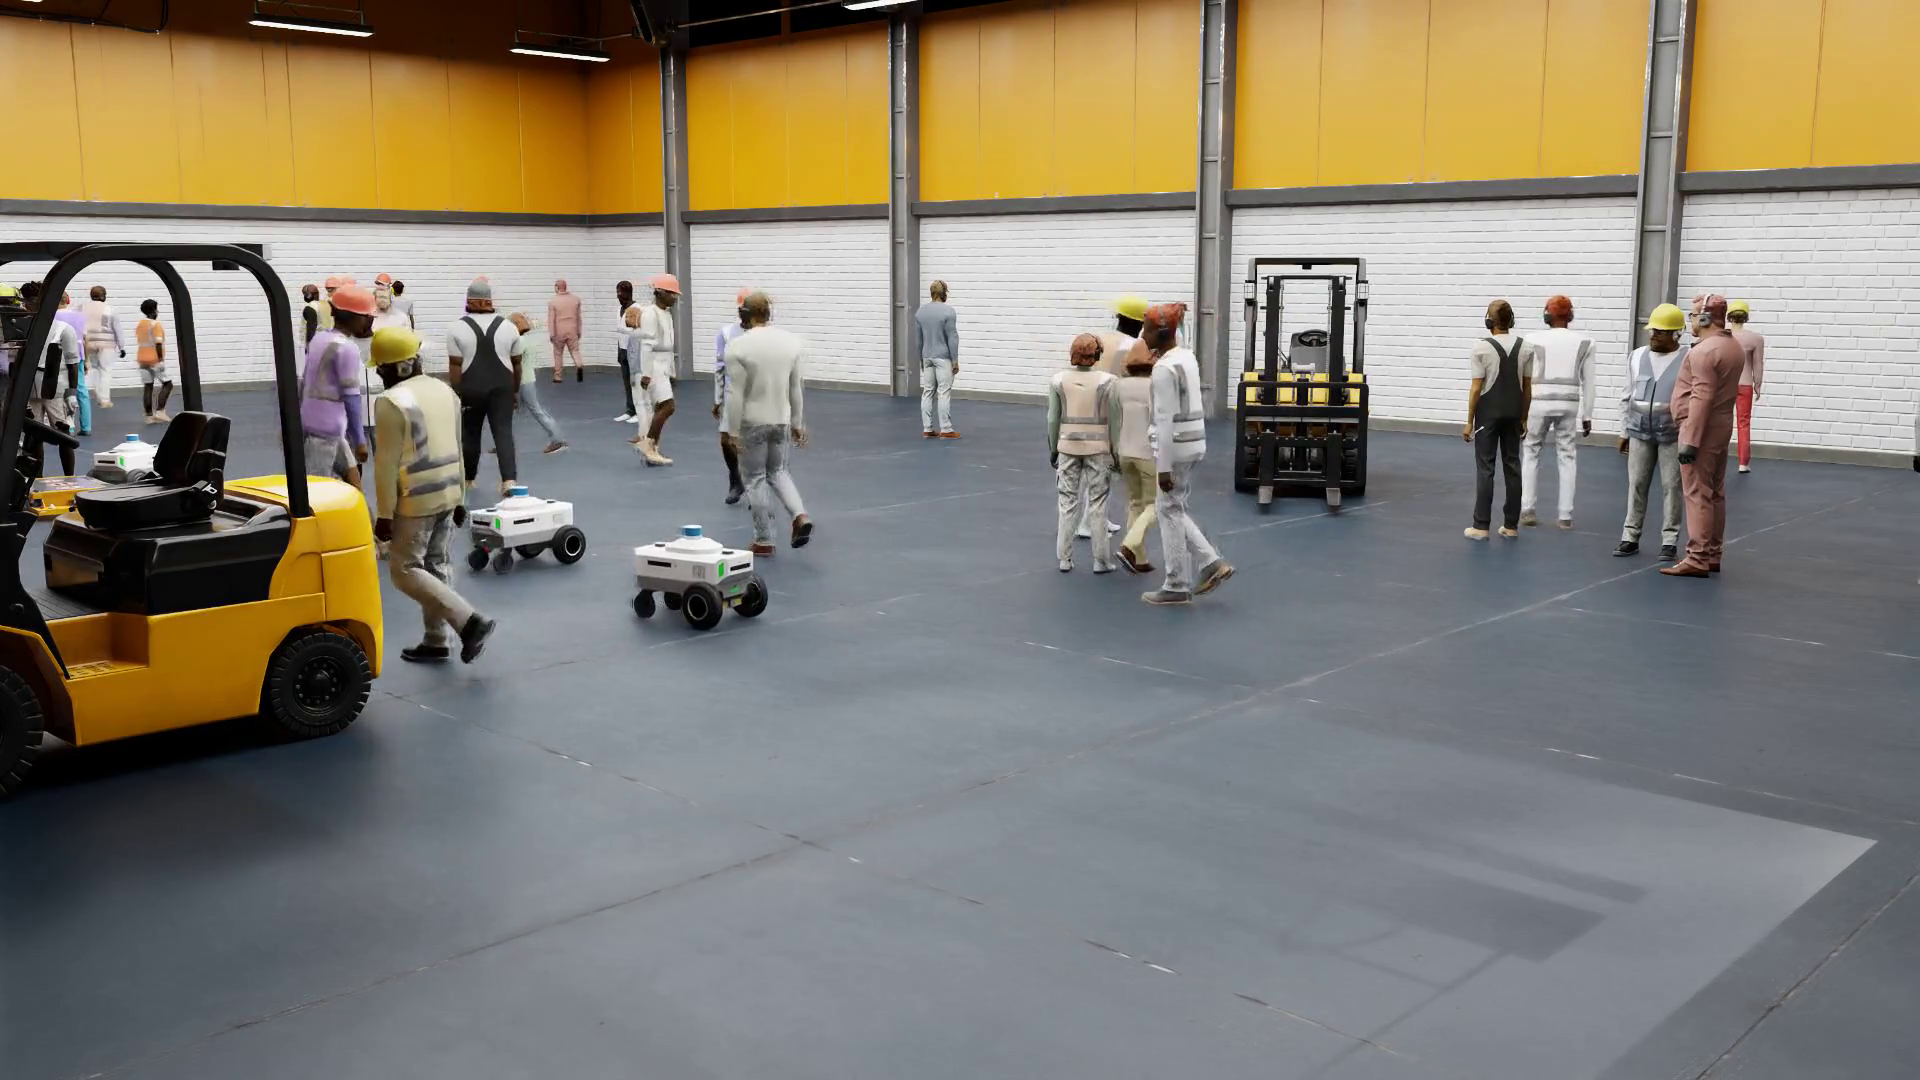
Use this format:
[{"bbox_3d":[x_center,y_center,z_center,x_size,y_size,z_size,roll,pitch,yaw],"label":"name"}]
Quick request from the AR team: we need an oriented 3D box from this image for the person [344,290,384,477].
[{"bbox_3d":[-4.358,-0.882,12.239,0.547,1.938,0.359,-4,10,-24],"label":"person"}]

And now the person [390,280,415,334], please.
[{"bbox_3d":[-9.826,-3.608,29.170,0.537,1.864,0.314,-7,12,-38],"label":"person"}]

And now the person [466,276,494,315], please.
[{"bbox_3d":[-8.300,-3.610,28.958,0.543,1.939,0.360,3,10,19],"label":"person"}]

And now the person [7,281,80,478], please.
[{"bbox_3d":[-8.160,-1.317,14.811,0.606,1.967,0.367,-1,9,-6],"label":"person"}]

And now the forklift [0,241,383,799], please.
[{"bbox_3d":[-3.706,-0.171,7.093,1.214,2.155,2.313,9,13,43],"label":"forklift"}]

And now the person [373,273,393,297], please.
[{"bbox_3d":[-10.099,-3.681,29.228,0.623,1.990,0.398,5,11,30],"label":"person"}]

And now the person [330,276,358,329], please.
[{"bbox_3d":[-8.857,-2.860,24.247,0.631,1.973,0.571,0,9,0],"label":"person"}]

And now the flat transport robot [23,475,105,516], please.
[{"bbox_3d":[-7.771,-0.395,14.346,0.652,0.197,1.431,-8,12,-40],"label":"flat transport robot"}]

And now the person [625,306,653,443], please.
[{"bbox_3d":[-3.845,-1.971,19.876,0.280,1.629,0.504,1,9,6],"label":"person"}]

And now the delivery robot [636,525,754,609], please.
[{"bbox_3d":[-1.570,0.156,9.813,0.707,0.478,0.477,6,11,31],"label":"delivery robot"}]

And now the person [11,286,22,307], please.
[{"bbox_3d":[-12.831,-2.494,22.446,0.510,1.842,0.860,3,10,19],"label":"person"}]

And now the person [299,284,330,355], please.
[{"bbox_3d":[-9.887,-2.992,25.486,0.429,1.838,0.621,0,9,0],"label":"person"}]

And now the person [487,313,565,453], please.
[{"bbox_3d":[-4.868,-1.742,18.632,0.876,1.592,0.509,-1,9,-8],"label":"person"}]

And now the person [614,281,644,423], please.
[{"bbox_3d":[-4.443,-2.541,22.484,0.375,1.911,0.596,-8,12,-39],"label":"person"}]

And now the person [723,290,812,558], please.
[{"bbox_3d":[-1.365,-0.802,11.800,0.641,1.919,0.535,-8,12,-42],"label":"person"}]

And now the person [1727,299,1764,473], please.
[{"bbox_3d":[7.875,-1.562,16.934,0.533,1.765,0.330,3,10,20],"label":"person"}]

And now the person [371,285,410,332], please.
[{"bbox_3d":[-6.960,-2.139,20.099,0.652,1.886,0.667,-3,10,-17],"label":"person"}]

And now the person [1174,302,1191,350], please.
[{"bbox_3d":[2.847,-2.311,21.905,0.515,1.641,0.314,-8,12,-39],"label":"person"}]

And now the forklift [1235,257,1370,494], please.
[{"bbox_3d":[3.309,-1.629,16.029,1.214,2.155,2.313,2,9,11],"label":"forklift"}]

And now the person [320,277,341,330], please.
[{"bbox_3d":[-10.215,-3.318,27.180,0.552,1.933,0.364,1,9,4],"label":"person"}]

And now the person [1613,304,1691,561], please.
[{"bbox_3d":[4.983,-0.763,11.848,0.588,1.827,0.404,8,12,40],"label":"person"}]

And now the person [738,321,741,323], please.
[{"bbox_3d":[-2.636,-2.229,21.125,0.491,1.729,0.403,-7,11,-36],"label":"person"}]

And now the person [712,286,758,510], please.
[{"bbox_3d":[-1.842,-1.223,14.346,0.607,1.924,0.439,0,9,3],"label":"person"}]

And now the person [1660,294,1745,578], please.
[{"bbox_3d":[5.001,-0.701,11.227,0.407,1.905,0.655,8,12,41],"label":"person"}]

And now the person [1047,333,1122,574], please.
[{"bbox_3d":[0.849,-0.583,11.317,0.522,1.638,0.310,3,10,20],"label":"person"}]

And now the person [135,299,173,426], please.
[{"bbox_3d":[-10.724,-2.353,22.062,0.539,1.667,0.404,5,10,26],"label":"person"}]

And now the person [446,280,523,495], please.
[{"bbox_3d":[-4.385,-1.444,15.366,0.684,2.000,1.057,-4,10,-24],"label":"person"}]

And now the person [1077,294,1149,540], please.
[{"bbox_3d":[1.155,-0.936,12.728,0.619,1.878,0.601,-5,11,-28],"label":"person"}]

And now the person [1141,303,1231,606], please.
[{"bbox_3d":[1.333,-0.505,10.154,0.483,1.865,0.600,4,10,25],"label":"person"}]

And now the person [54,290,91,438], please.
[{"bbox_3d":[-10.946,-2.165,20.408,0.388,1.838,0.563,5,10,26],"label":"person"}]

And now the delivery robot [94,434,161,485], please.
[{"bbox_3d":[-7.543,-0.722,15.194,0.477,0.478,0.707,2,9,13],"label":"delivery robot"}]

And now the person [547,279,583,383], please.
[{"bbox_3d":[-7.155,-3.782,30.158,0.677,1.894,0.685,-6,11,-33],"label":"person"}]

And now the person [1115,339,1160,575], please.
[{"bbox_3d":[1.195,-0.541,11.153,0.504,1.619,0.479,9,13,42],"label":"person"}]

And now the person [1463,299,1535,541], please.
[{"bbox_3d":[4.101,-0.909,12.700,0.504,1.840,0.345,-1,9,-8],"label":"person"}]

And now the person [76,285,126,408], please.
[{"bbox_3d":[-12.811,-2.890,24.889,0.661,1.823,0.618,0,9,-1],"label":"person"}]

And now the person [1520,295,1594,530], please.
[{"bbox_3d":[4.750,-1.014,13.313,0.596,1.866,0.495,1,9,6],"label":"person"}]

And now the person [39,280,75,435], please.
[{"bbox_3d":[-11.250,-2.243,20.584,0.631,1.939,0.372,0,9,2],"label":"person"}]

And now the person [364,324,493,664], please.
[{"bbox_3d":[-2.693,-0.203,8.504,0.593,1.798,0.629,3,10,18],"label":"person"}]

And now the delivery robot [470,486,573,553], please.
[{"bbox_3d":[-3.047,-0.131,11.570,0.477,0.478,0.707,7,11,35],"label":"delivery robot"}]

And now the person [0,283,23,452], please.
[{"bbox_3d":[-10.714,-1.934,18.732,0.618,1.913,0.439,1,9,4],"label":"person"}]

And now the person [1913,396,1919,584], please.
[{"bbox_3d":[6.501,-0.559,10.643,0.712,1.819,0.431,4,10,25],"label":"person"}]

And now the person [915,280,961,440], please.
[{"bbox_3d":[-0.263,-2.180,20.187,0.627,1.941,0.371,8,12,39],"label":"person"}]

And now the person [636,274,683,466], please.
[{"bbox_3d":[-3.127,-1.769,17.424,0.472,2.014,0.645,2,9,9],"label":"person"}]

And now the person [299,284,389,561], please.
[{"bbox_3d":[-4.316,-0.776,11.517,1.075,1.954,0.615,-7,11,-35],"label":"person"}]
